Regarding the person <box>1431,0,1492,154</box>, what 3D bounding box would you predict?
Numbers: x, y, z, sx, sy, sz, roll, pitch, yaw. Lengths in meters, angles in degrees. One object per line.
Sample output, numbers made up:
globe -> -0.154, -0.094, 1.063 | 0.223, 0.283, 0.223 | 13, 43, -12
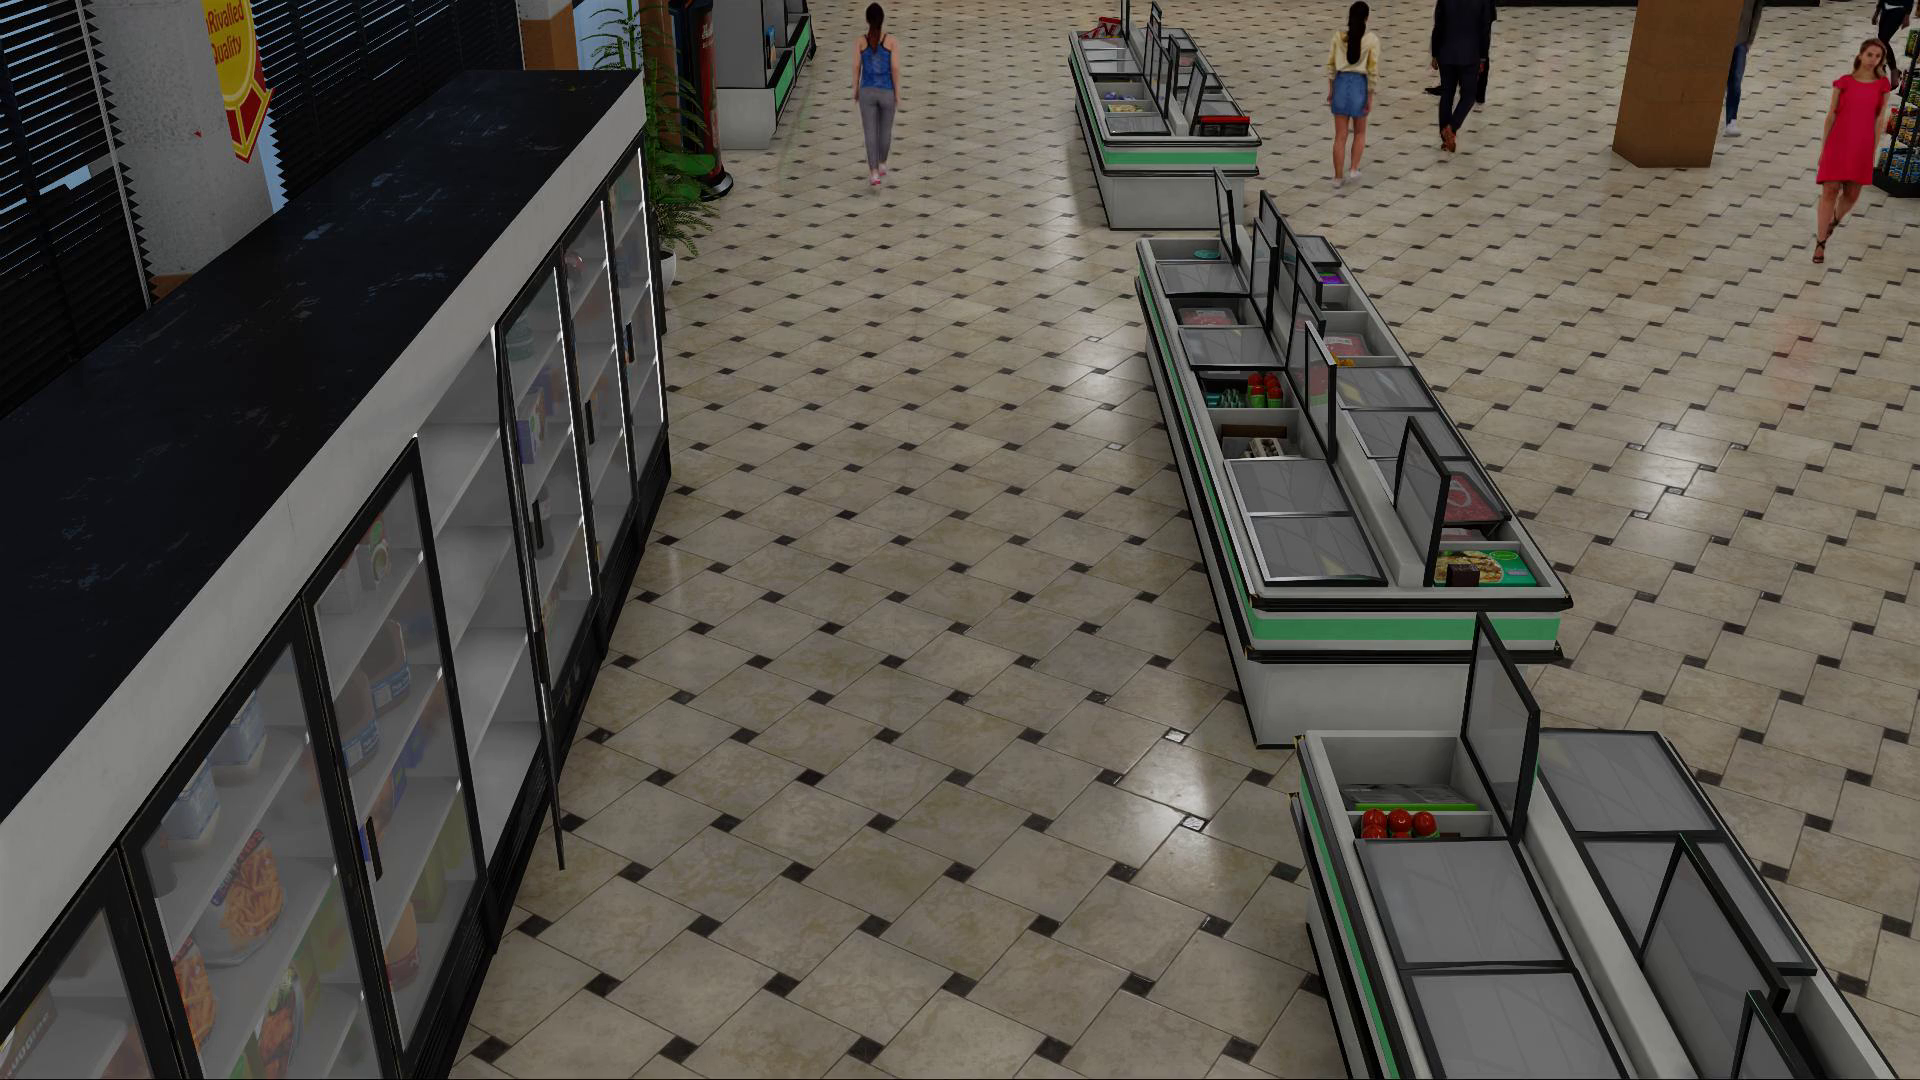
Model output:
person -> 4.796, -4.621, 16.008 | 0.970, 1.809, 1.077 | 16, 31, 29

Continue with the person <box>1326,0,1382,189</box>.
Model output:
person -> 3.493, -3.976, 14.951 | 0.750, 1.614, 0.780 | 9, 28, 18

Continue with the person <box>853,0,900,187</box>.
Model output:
person -> -0.749, -3.963, 14.976 | 0.620, 1.570, 1.065 | -3, 27, -5

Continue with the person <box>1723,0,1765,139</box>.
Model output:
person -> 7.712, -5.018, 16.767 | 0.760, 1.830, 1.053 | 3, 27, 6

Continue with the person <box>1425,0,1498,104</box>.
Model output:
person -> 5.680, -5.677, 18.038 | 1.007, 1.857, 1.078 | -22, 34, -36

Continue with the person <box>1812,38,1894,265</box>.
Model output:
person -> 6.971, -3.068, 13.051 | 0.756, 1.715, 0.909 | 10, 29, 19

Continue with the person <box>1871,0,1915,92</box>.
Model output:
person -> 10.314, -5.743, 18.208 | 0.708, 1.821, 0.644 | -2, 27, -5
